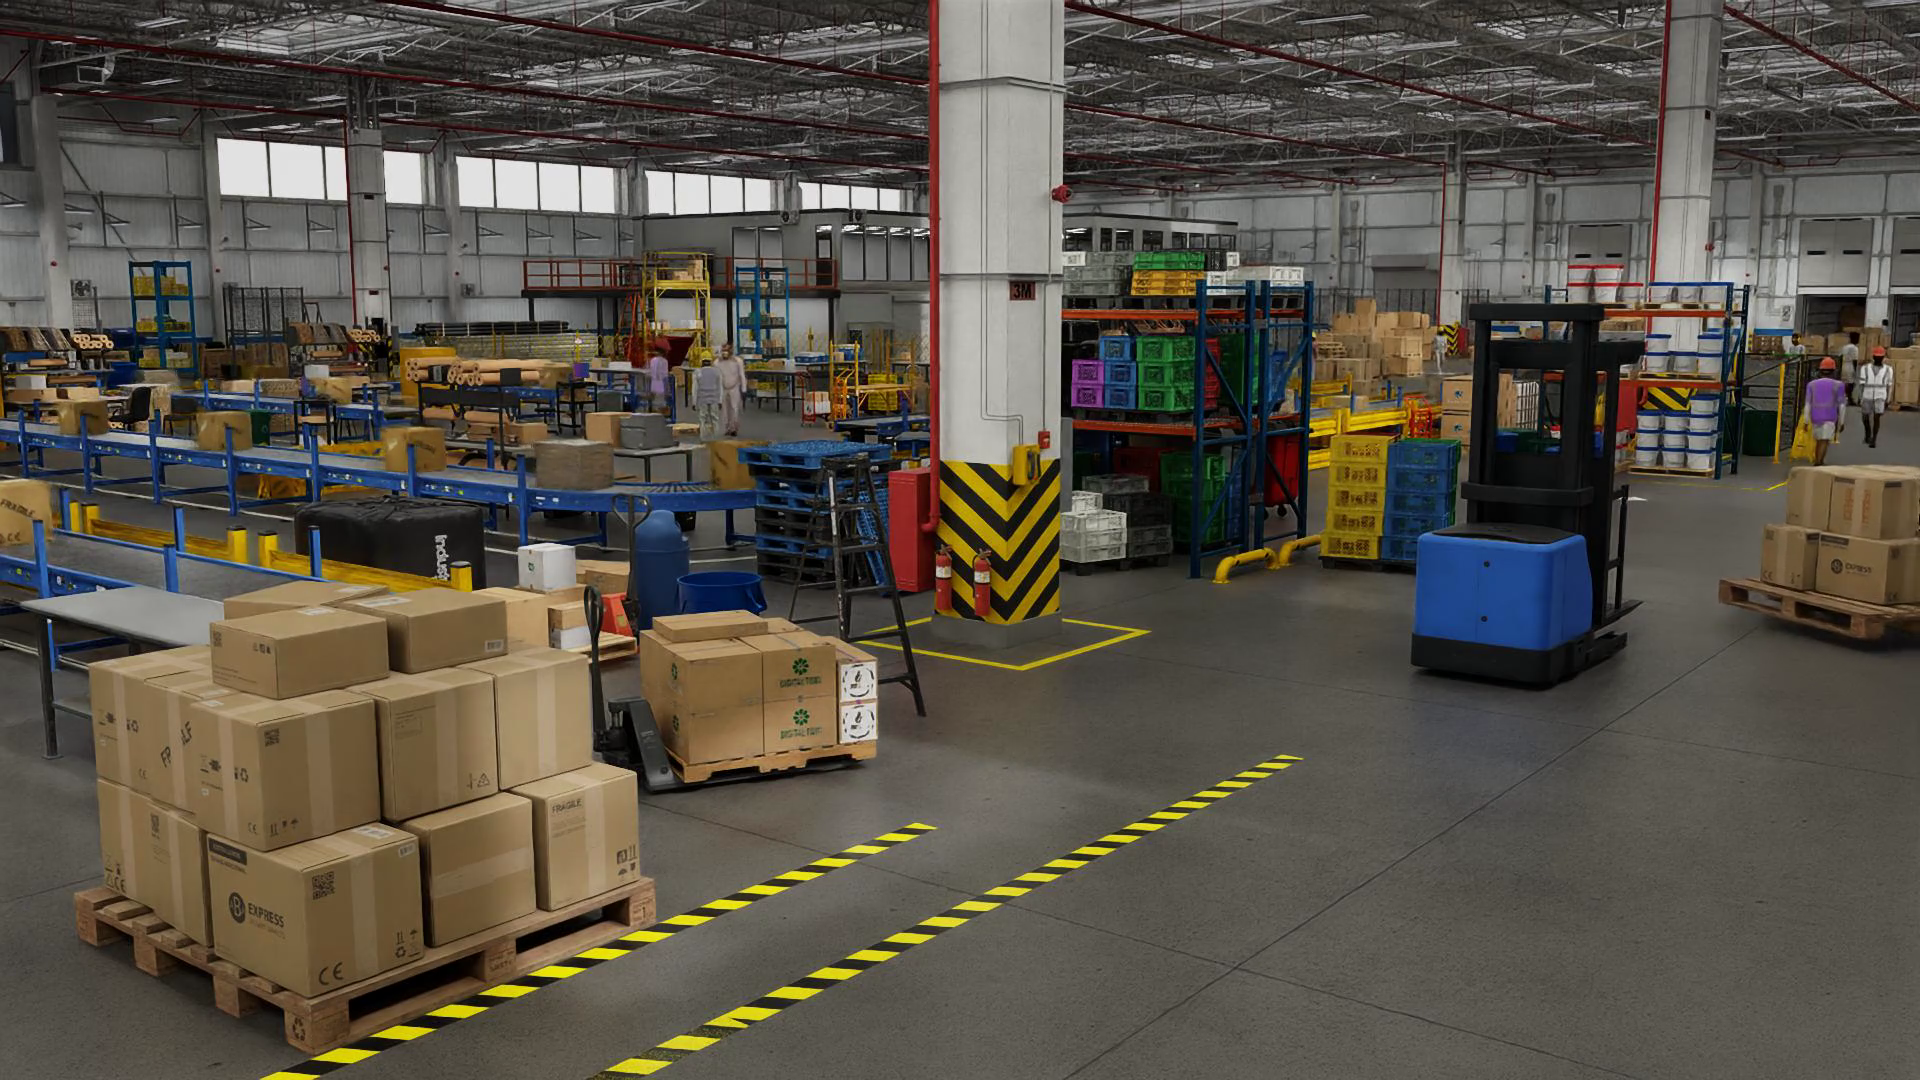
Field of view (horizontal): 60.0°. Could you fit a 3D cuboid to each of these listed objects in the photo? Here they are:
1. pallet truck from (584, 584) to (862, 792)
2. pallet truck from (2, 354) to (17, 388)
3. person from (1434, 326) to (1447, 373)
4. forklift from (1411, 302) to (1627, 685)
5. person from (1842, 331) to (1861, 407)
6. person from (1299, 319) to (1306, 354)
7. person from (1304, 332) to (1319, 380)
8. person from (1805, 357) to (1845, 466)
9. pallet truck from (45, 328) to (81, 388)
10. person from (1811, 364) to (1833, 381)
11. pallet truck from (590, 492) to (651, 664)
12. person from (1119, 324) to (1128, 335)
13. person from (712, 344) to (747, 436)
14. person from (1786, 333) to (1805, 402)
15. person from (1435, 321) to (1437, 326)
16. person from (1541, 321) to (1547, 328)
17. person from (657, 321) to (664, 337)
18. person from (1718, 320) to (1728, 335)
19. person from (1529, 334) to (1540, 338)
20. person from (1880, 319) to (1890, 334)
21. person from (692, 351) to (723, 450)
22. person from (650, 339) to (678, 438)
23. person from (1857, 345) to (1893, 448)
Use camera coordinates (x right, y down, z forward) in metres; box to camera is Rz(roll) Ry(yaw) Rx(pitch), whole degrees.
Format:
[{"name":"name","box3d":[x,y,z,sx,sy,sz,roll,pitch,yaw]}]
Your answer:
[{"name":"pallet truck","box3d":[-1.426,0.805,10.019,1.601,1.201,0.680,-4,9,-26]},{"name":"pallet truck","box3d":[-24.881,-4.417,42.634,1.885,1.965,0.823,8,11,41]},{"name":"person","box3d":[17.148,-6.777,59.432,0.483,1.734,0.472,1,8,4]},{"name":"forklift","box3d":[4.379,-0.438,12.852,1.129,2.768,1.873,7,11,37]},{"name":"person","box3d":[22.608,-4.340,42.306,0.670,1.949,0.618,0,8,3]},{"name":"person","box3d":[15.991,-9.540,77.374,0.358,1.938,0.542,-6,11,-37]},{"name":"person","box3d":[10.353,-5.243,49.021,0.349,1.759,0.522,-8,11,-42]},{"name":"person","box3d":[13.522,-1.907,26.055,0.550,1.912,0.933,8,11,42]},{"name":"pallet truck","box3d":[-23.775,-4.544,43.495,1.885,1.965,0.823,6,10,35]},{"name":"person","box3d":[17.382,-2.892,33.625,0.512,1.614,0.503,-2,9,-15]},{"name":"pallet truck","box3d":[-3.115,0.344,12.883,0.653,1.274,1.630,7,11,37]},{"name":"person","box3d":[5.203,-5.943,53.188,0.377,1.917,0.599,-5,10,-30]},{"name":"person","box3d":[-4.711,-3.023,33.718,0.695,1.854,0.943,0,8,3]},{"name":"person","box3d":[21.643,-4.423,43.106,0.325,1.871,0.516,-3,9,-17]},{"name":"person","box3d":[23.575,-10.189,81.759,0.442,1.929,0.628,7,11,38]},{"name":"person","box3d":[24.300,-8.250,69.051,0.431,1.836,0.618,-3,9,-19]},{"name":"person","box3d":[-12.350,-8.079,68.065,0.498,1.779,0.950,-4,10,-27]},{"name":"person","box3d":[29.976,-7.695,65.227,0.526,1.856,0.524,-1,8,-4]},{"name":"person","box3d":[14.168,-4.113,40.886,0.555,1.917,0.822,-8,11,-42]},{"name":"person","box3d":[38.786,-8.353,69.782,0.470,1.841,0.636,3,9,19]},{"name":"person","box3d":[-4.686,-2.584,30.833,0.586,1.833,0.403,-4,9,-24]},{"name":"person","box3d":[-5.998,-2.965,32.848,0.878,2.012,0.618,-6,10,-35]},{"name":"person","box3d":[17.163,-2.687,31.210,0.568,1.926,0.465,6,10,34]}]
